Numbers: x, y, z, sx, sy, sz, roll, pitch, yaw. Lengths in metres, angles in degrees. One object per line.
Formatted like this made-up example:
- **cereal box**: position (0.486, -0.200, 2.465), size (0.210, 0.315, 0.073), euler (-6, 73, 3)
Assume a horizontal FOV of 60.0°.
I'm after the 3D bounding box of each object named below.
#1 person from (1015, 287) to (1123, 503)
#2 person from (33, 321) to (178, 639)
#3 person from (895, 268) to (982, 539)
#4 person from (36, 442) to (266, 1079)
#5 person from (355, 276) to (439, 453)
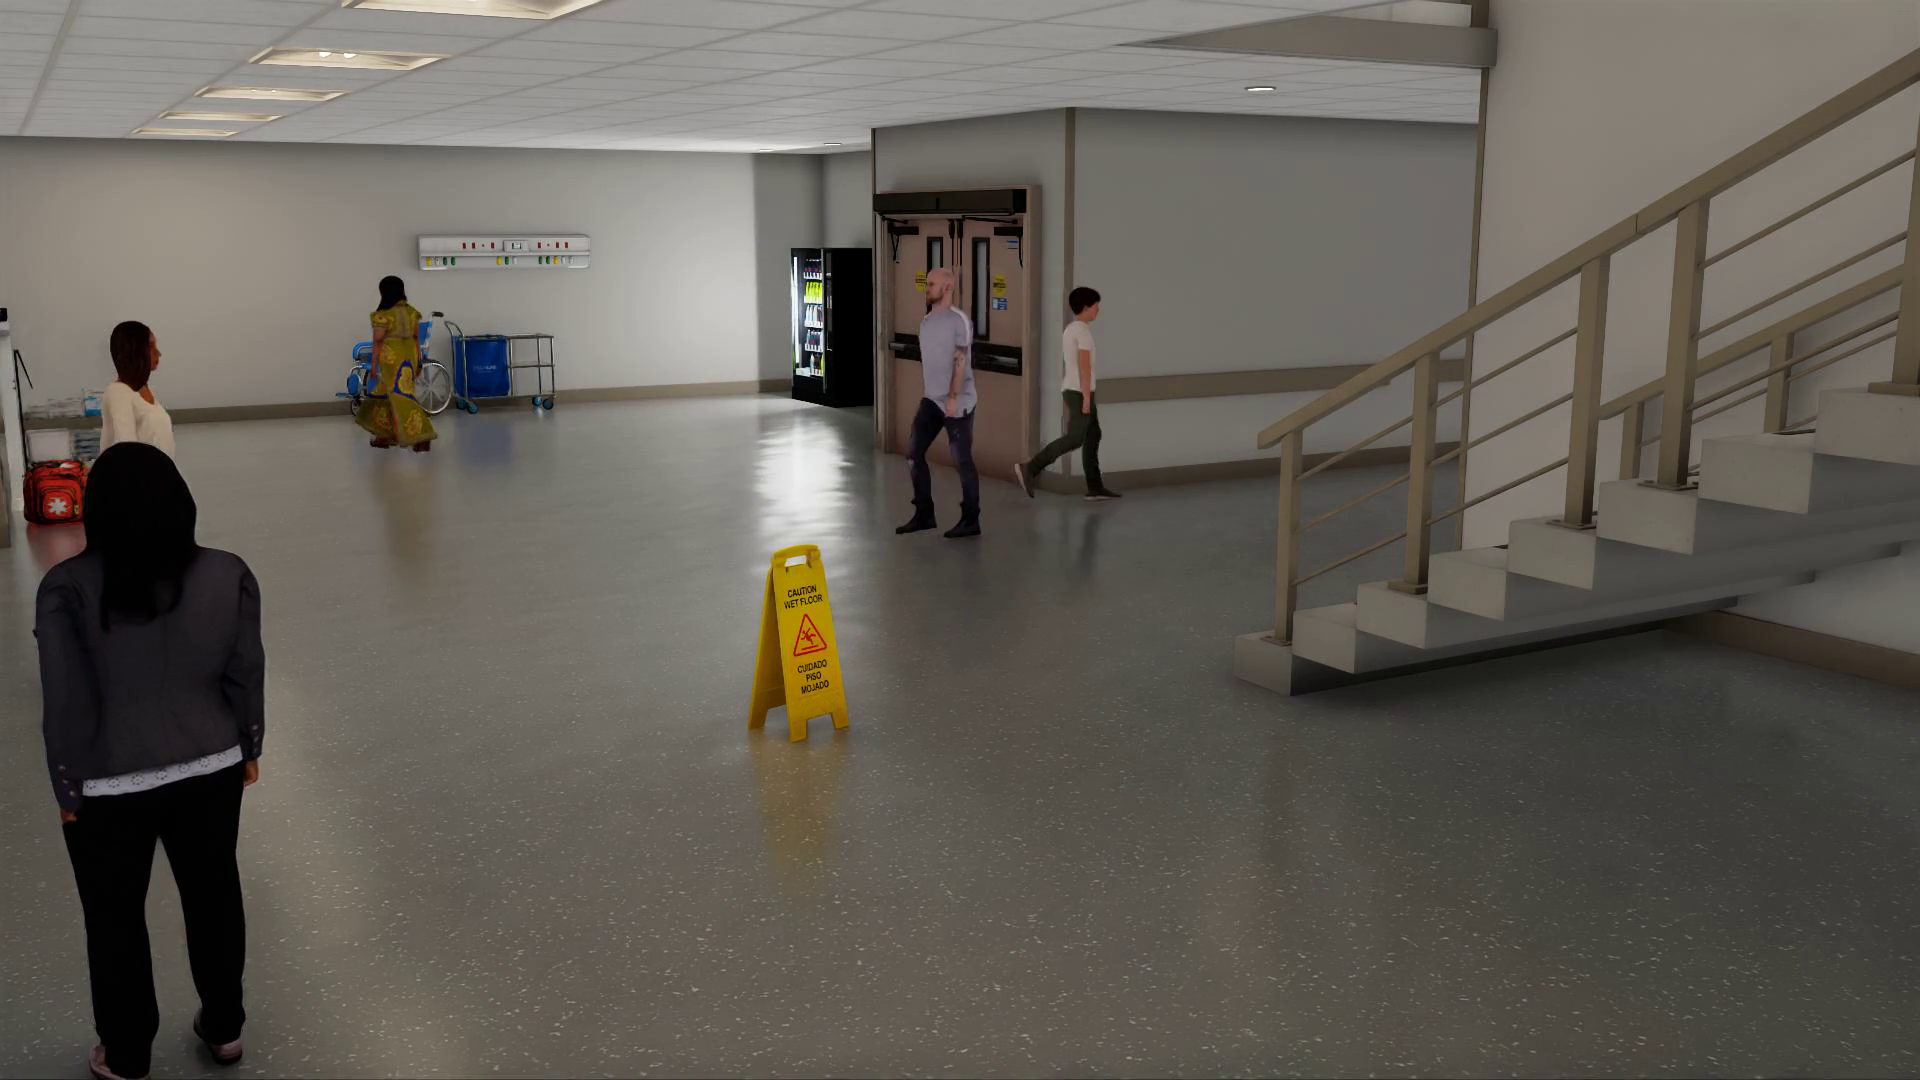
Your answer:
- **person**: position (0.819, -1.074, 12.588), size (0.891, 1.629, 1.074), euler (-1, 11, -8)
- **person**: position (-3.901, -0.156, 7.688), size (0.952, 1.653, 1.056), euler (-1, 11, -4)
- **person**: position (-0.002, -0.919, 11.280), size (0.807, 1.812, 0.760), euler (-9, 14, -39)
- **person**: position (-1.981, 0.555, 4.095), size (0.726, 1.595, 0.725), euler (-10, 14, -41)
- **person**: position (-5.082, -1.559, 15.194), size (1.428, 1.610, 1.194), euler (6, 12, 28)
